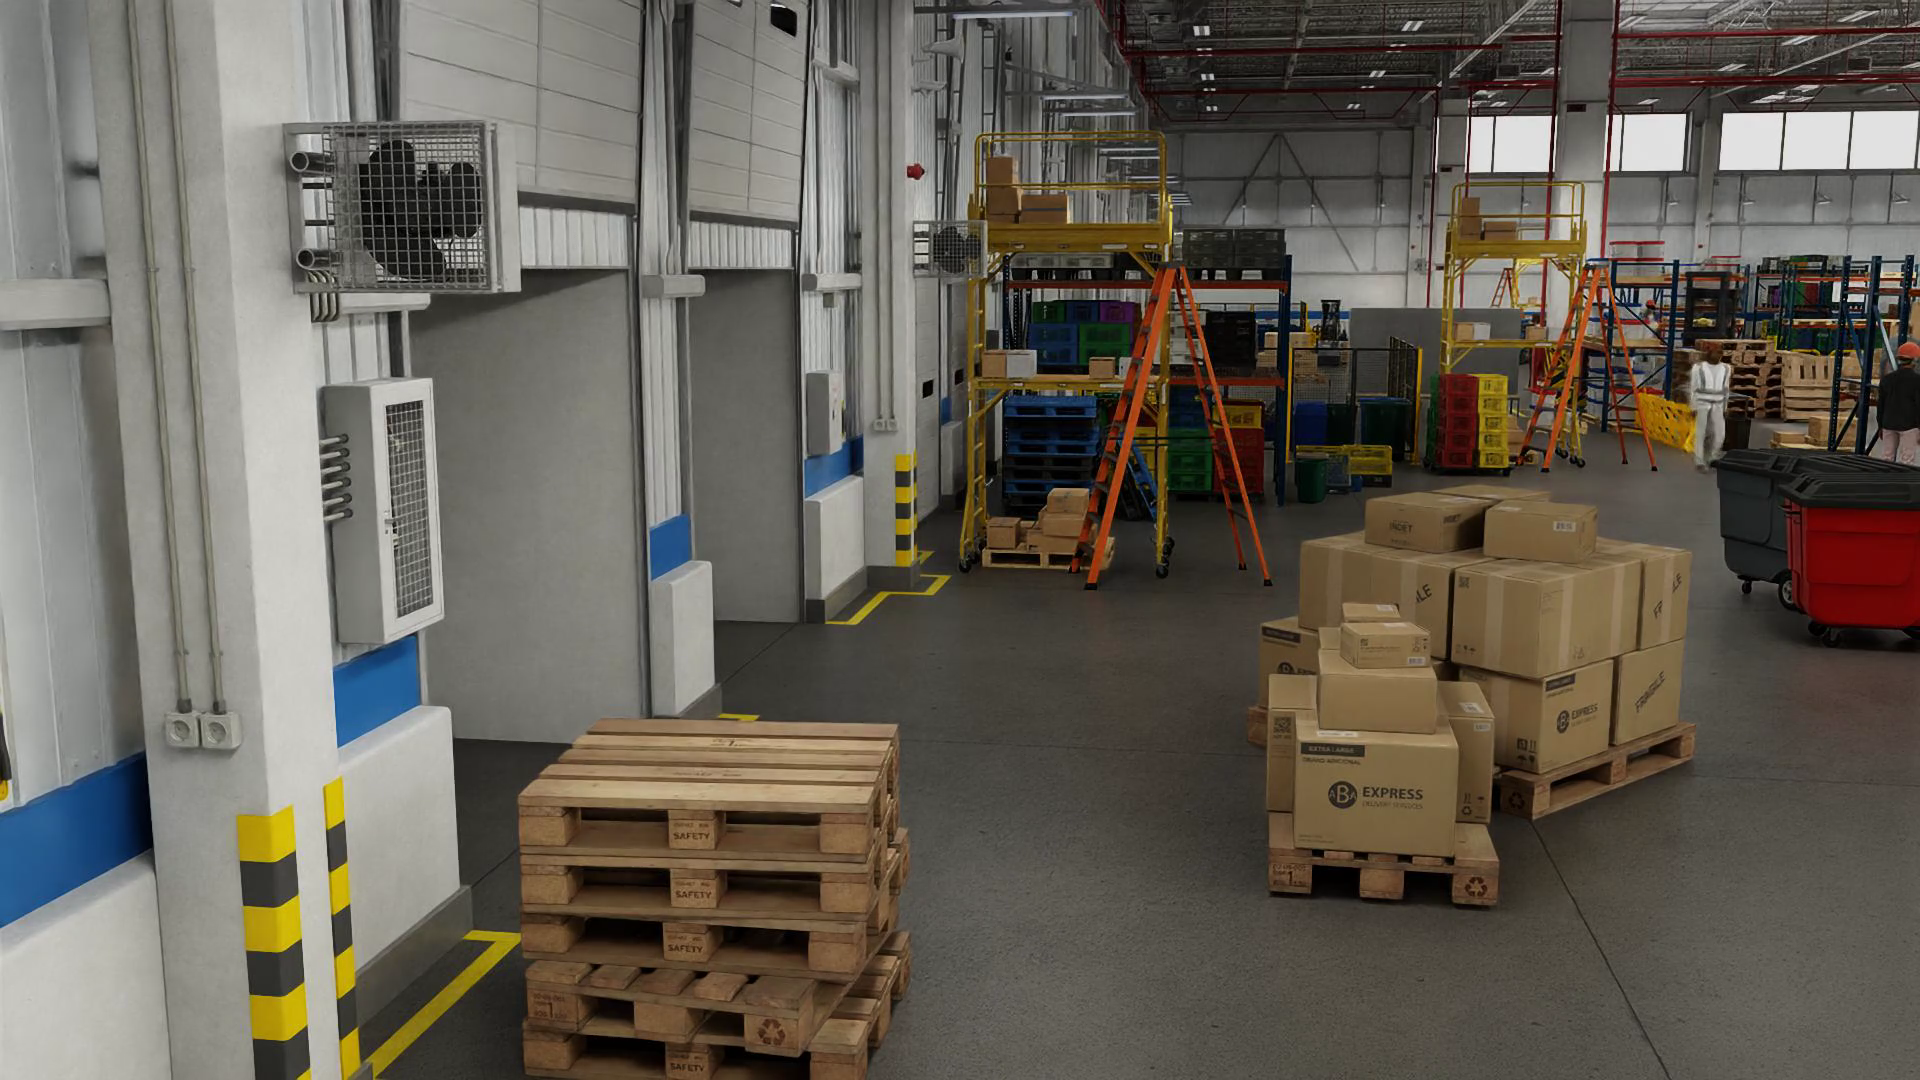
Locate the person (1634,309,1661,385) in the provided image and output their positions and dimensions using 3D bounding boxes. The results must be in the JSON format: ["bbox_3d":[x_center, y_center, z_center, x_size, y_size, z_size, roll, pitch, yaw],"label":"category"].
[{"bbox_3d":[17.105,-4.797,41.413,0.655,1.884,1.019,-1,9,-6],"label":"person"}]

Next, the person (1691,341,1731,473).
[{"bbox_3d":[10.496,-1.840,23.257,0.580,1.865,0.585,0,9,1],"label":"person"}]

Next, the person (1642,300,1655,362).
[{"bbox_3d":[21.485,-6.532,51.947,0.366,1.939,0.542,6,11,32],"label":"person"}]

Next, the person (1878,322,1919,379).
[{"bbox_3d":[17.241,-3.051,30.553,0.653,1.924,0.541,6,11,32],"label":"person"}]

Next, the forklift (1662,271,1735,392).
[{"bbox_3d":[17.033,-4.751,38.066,1.129,2.768,1.873,9,13,43],"label":"forklift"}]

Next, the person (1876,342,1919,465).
[{"bbox_3d":[11.220,-1.349,19.801,0.374,1.997,0.614,-5,10,-27],"label":"person"}]

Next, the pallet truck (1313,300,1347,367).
[{"bbox_3d":[11.159,-6.200,49.718,0.823,1.965,1.885,4,10,26],"label":"pallet truck"}]

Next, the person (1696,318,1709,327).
[{"bbox_3d":[17.332,-4.320,38.908,0.309,1.743,0.494,5,10,27],"label":"person"}]

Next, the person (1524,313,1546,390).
[{"bbox_3d":[13.677,-4.470,39.522,0.508,1.847,0.345,-4,10,-23],"label":"person"}]
